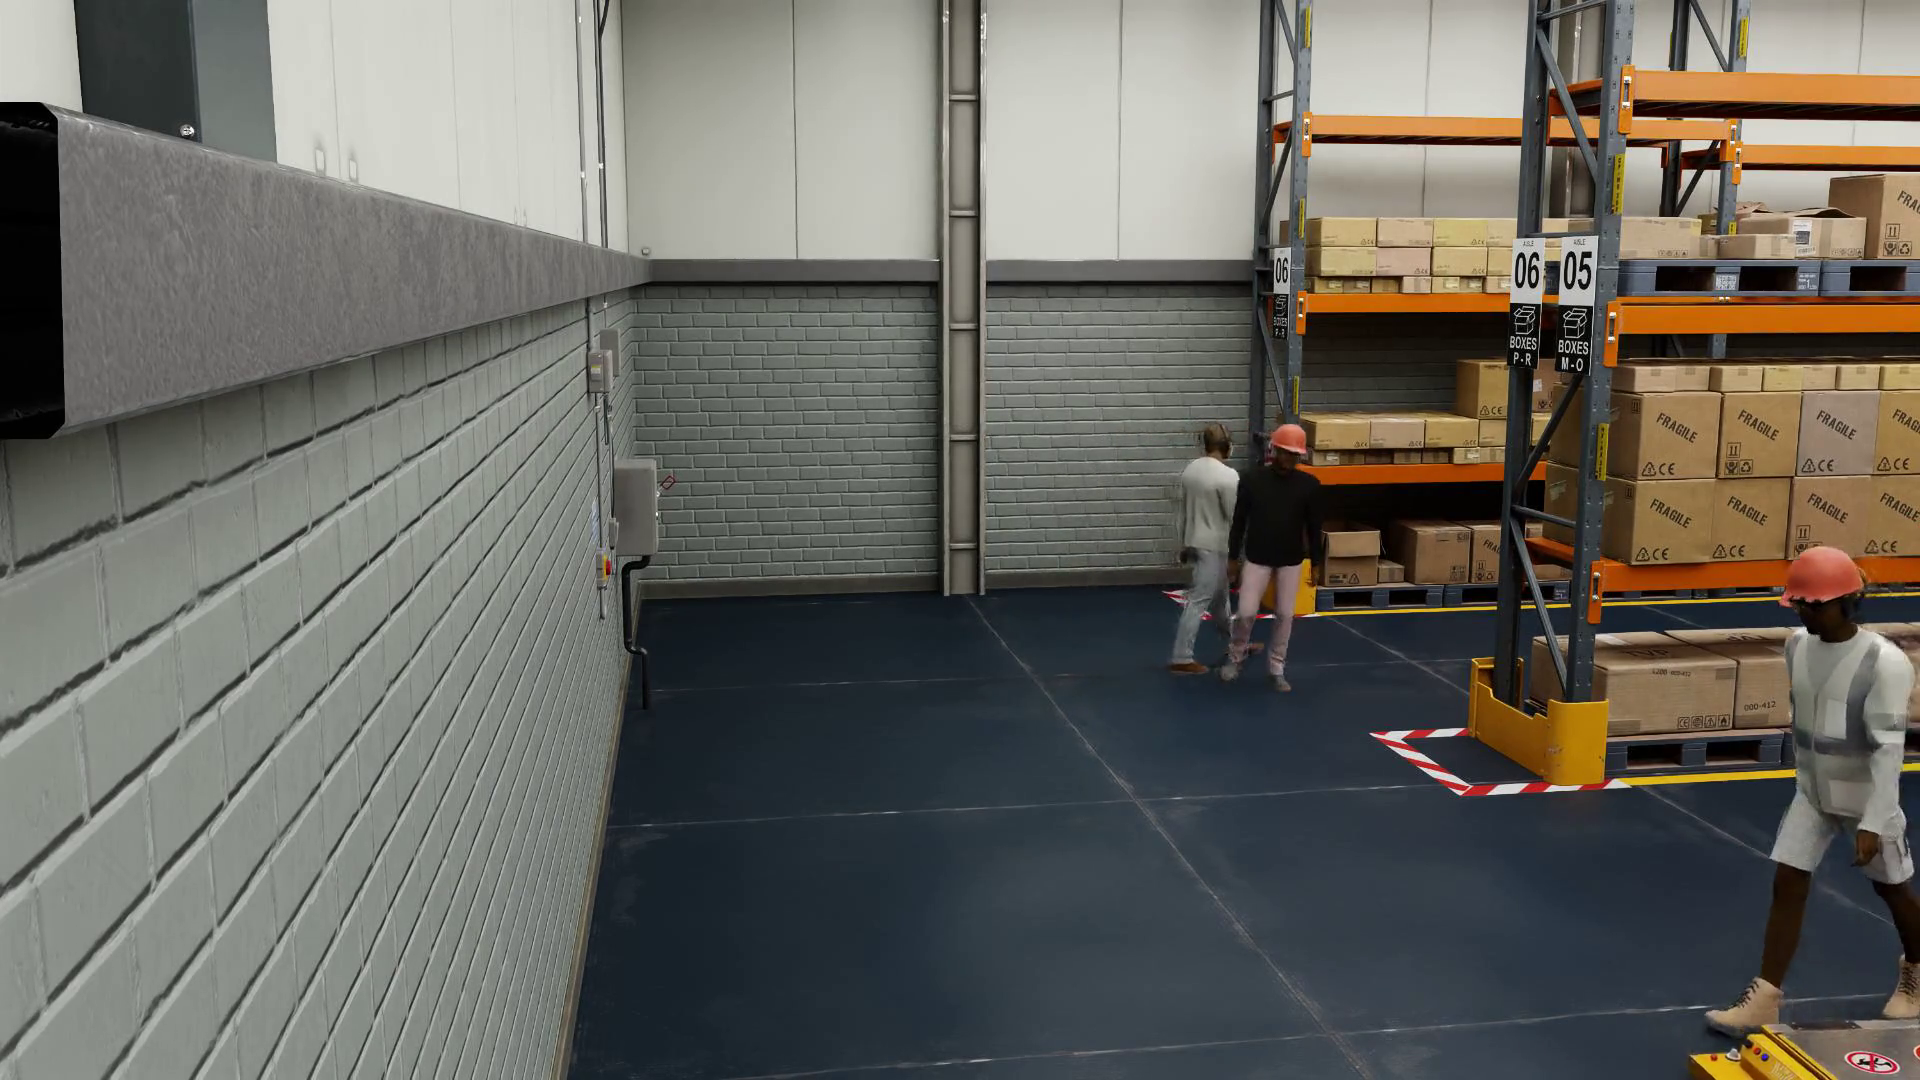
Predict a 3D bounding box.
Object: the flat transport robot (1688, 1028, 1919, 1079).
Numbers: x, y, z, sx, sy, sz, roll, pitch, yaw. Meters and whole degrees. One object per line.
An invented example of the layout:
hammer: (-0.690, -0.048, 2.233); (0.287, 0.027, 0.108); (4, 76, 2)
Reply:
flat transport robot: (3.455, 1.946, 5.935); (1.431, 0.197, 0.652); (-1, 9, -4)

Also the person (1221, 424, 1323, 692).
person: (2.274, 0.126, 11.987); (0.654, 1.961, 0.600); (0, 9, 2)

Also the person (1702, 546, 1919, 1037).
person: (3.527, 1.002, 6.565); (1.062, 1.977, 0.705); (-3, 10, -19)

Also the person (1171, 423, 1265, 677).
person: (1.987, 0.071, 12.504); (0.974, 1.893, 0.642); (-3, 10, -19)
